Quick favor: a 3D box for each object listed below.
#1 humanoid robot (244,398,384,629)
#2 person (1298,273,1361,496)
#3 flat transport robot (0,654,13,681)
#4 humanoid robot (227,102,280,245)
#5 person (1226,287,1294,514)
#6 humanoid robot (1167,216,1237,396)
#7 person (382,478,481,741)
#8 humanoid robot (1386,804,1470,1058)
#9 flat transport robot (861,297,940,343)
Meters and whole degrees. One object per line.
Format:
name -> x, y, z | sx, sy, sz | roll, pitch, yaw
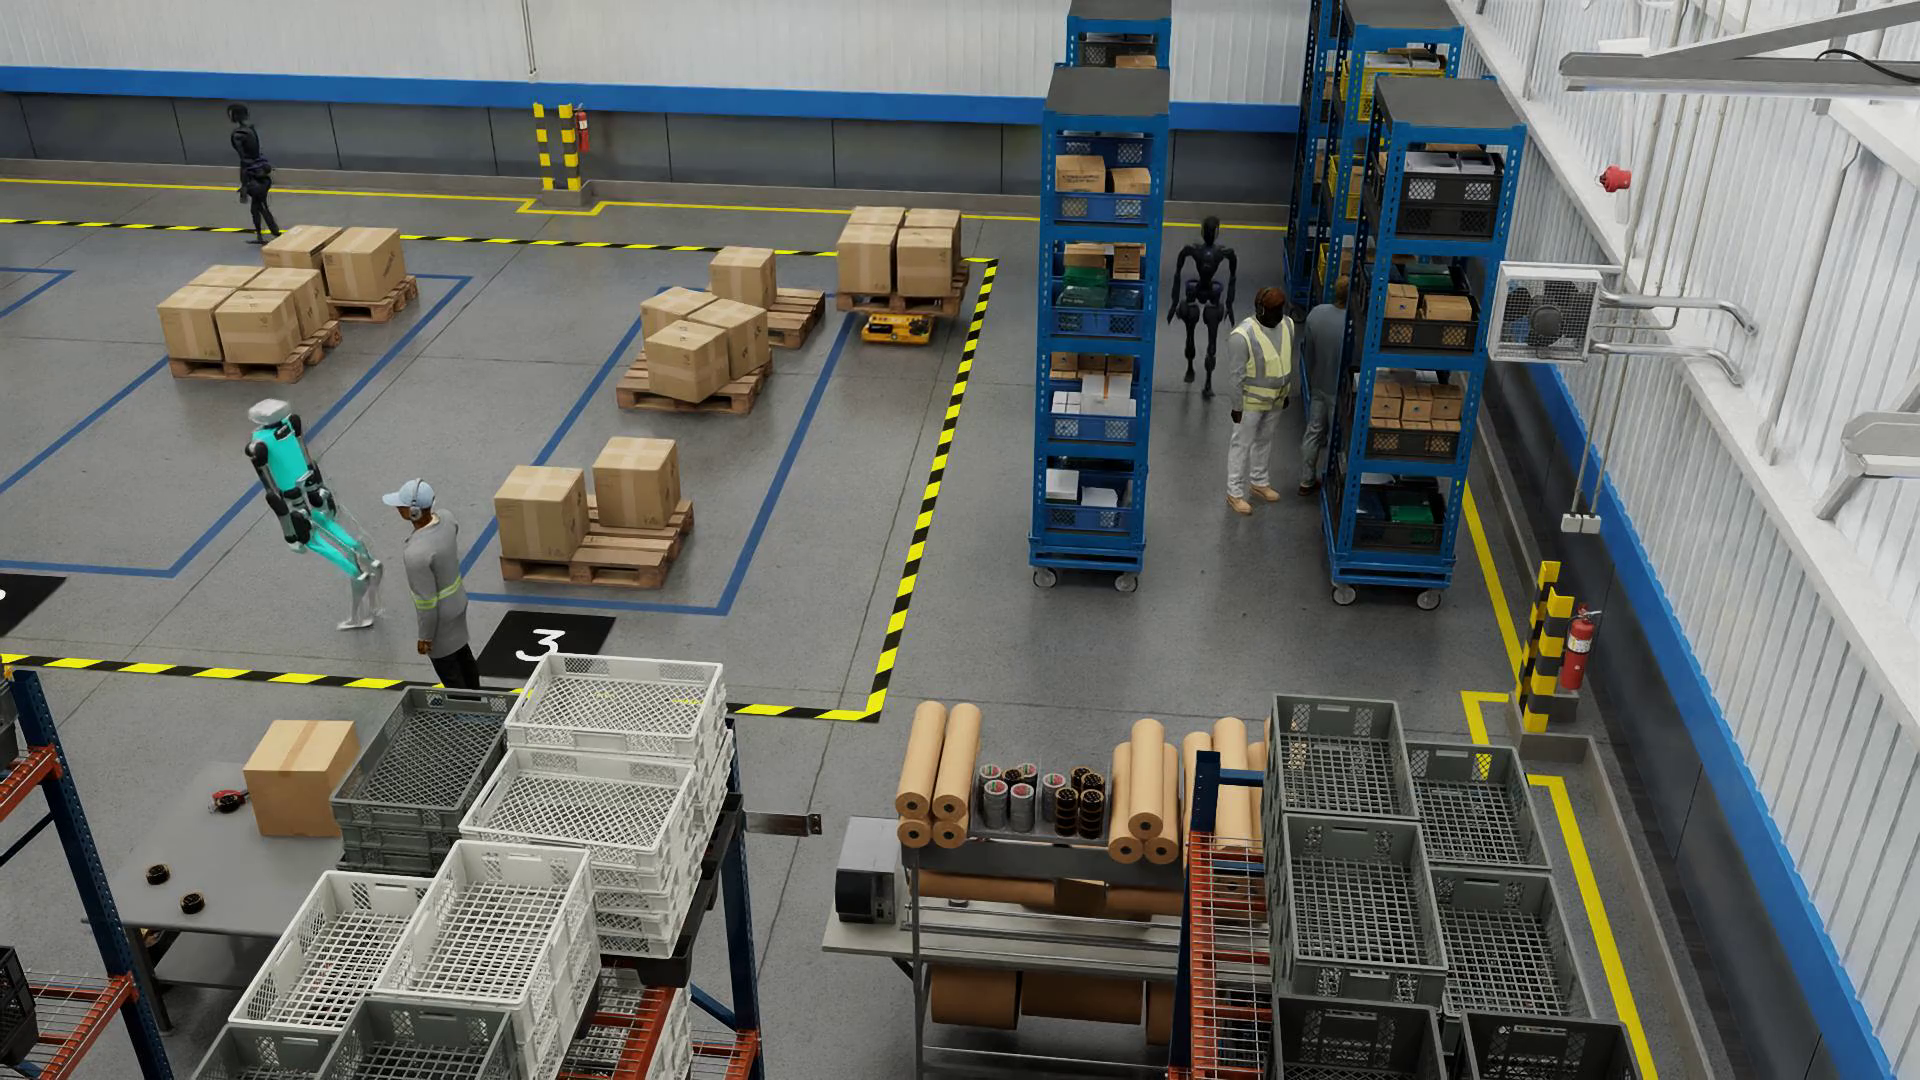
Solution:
humanoid robot -> -4.325, -0.107, 11.427 | 0.810, 1.793, 0.534 | 6, 31, 10
person -> 2.942, -1.174, 13.031 | 0.372, 1.940, 0.630 | -19, 35, -29
flat transport robot -> -7.142, 0.969, 11.010 | 1.431, 0.231, 0.659 | 3, 30, 6
humanoid robot -> -7.671, -3.900, 17.981 | 0.600, 1.644, 0.596 | -2, 30, -3
person -> 2.356, -1.106, 13.011 | 0.624, 1.843, 0.429 | -21, 36, -31
humanoid robot -> 2.166, -2.091, 14.891 | 0.613, 1.626, 0.734 | 3, 30, 6
person -> -3.253, 0.442, 10.341 | 0.369, 1.852, 0.591 | 1, 30, 2
humanoid robot -> 2.284, 1.874, 8.070 | 0.614, 1.631, 0.616 | 11, 32, 19
flat transport robot -> -0.556, -2.360, 16.699 | 0.652, 0.197, 1.431 | 3, 30, 6
